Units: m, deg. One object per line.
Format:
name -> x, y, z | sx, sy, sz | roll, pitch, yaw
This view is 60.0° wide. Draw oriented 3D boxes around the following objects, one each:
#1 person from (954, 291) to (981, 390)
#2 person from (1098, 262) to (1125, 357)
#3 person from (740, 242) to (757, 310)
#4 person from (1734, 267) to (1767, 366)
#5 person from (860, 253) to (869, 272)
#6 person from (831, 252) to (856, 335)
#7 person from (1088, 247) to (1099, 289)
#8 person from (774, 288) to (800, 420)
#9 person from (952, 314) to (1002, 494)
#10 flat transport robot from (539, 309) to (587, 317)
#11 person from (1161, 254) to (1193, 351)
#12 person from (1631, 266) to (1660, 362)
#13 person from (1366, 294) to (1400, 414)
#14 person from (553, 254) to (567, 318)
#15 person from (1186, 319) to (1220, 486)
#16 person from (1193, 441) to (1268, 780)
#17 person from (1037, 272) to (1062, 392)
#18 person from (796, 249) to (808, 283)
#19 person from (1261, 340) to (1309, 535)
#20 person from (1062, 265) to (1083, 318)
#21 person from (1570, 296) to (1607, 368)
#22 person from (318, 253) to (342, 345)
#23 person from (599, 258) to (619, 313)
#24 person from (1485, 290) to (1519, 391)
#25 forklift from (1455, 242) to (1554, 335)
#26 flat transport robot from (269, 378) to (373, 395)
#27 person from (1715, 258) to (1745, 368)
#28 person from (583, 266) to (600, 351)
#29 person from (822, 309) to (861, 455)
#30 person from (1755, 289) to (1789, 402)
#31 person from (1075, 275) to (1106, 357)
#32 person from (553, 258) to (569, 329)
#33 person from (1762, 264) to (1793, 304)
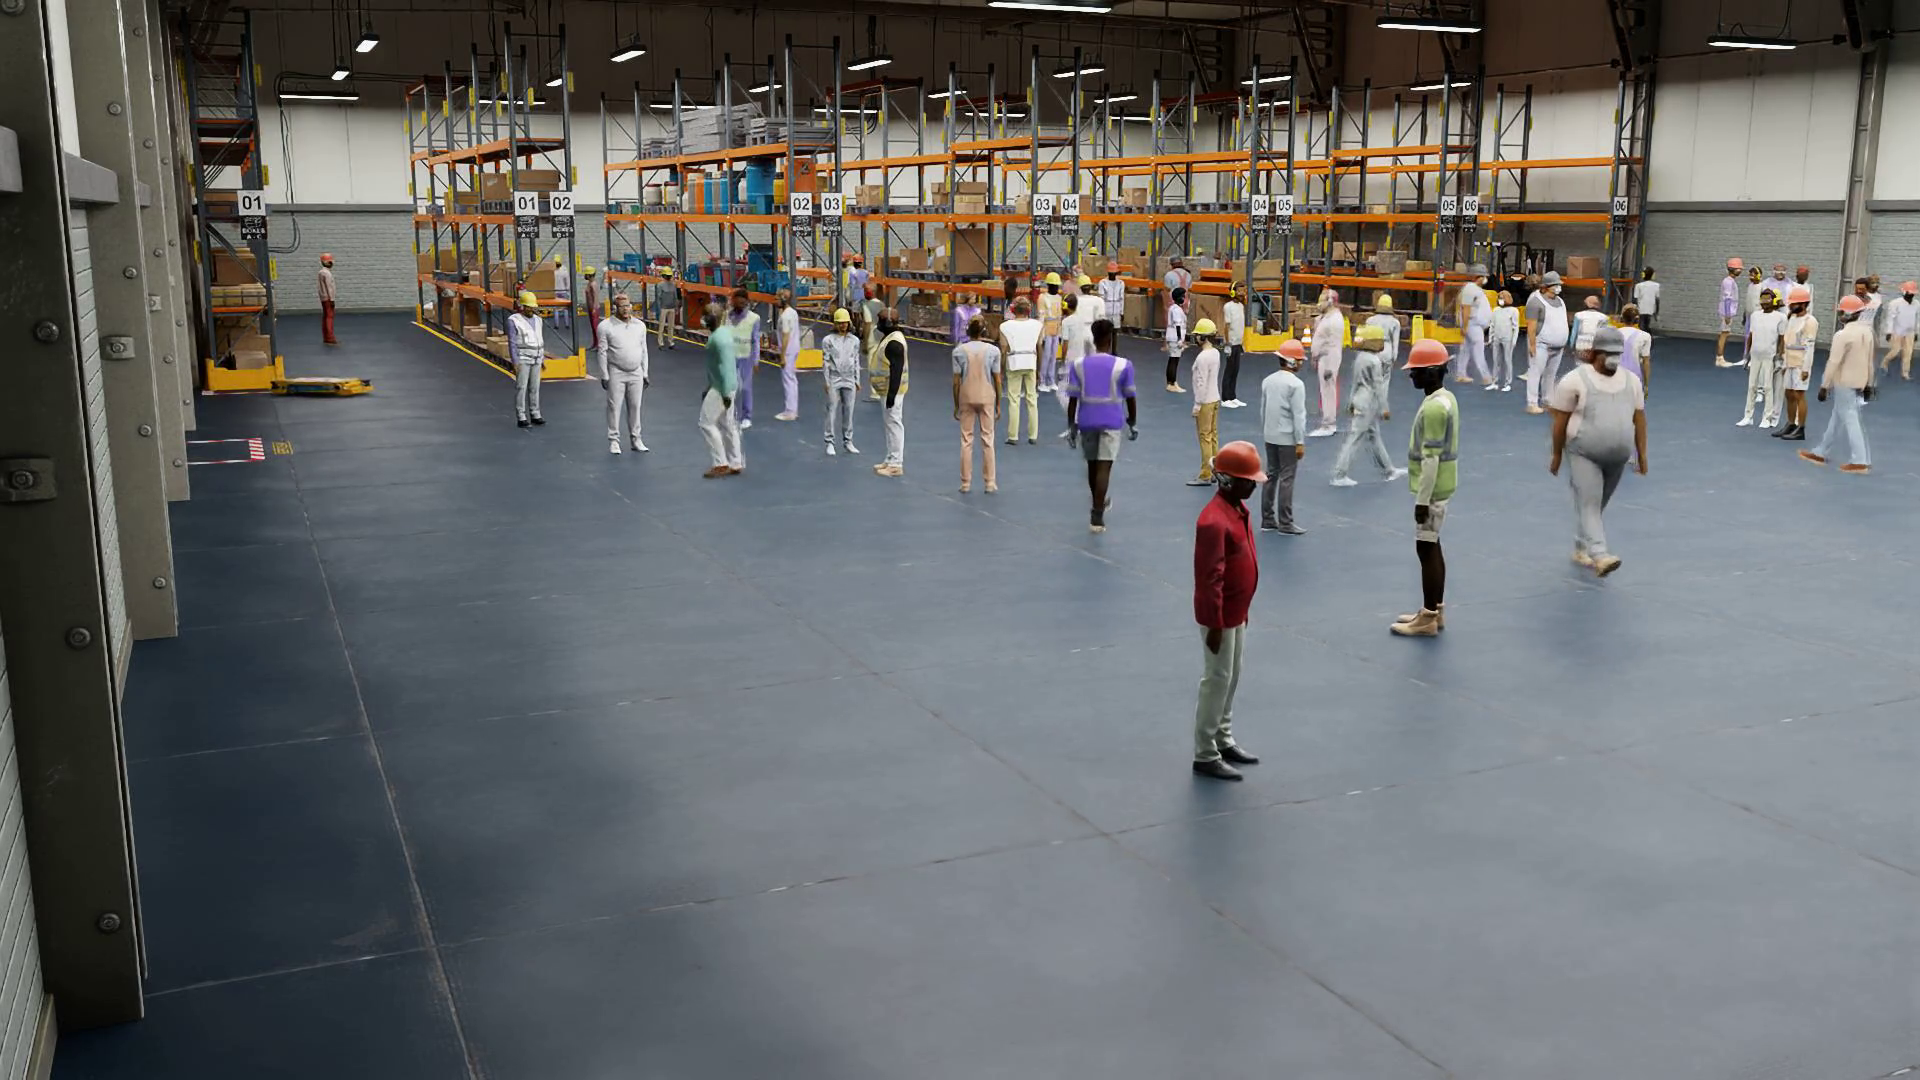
person -> 0.117, -3.233, 27.030 | 0.532, 1.618, 0.456 | -4, 12, -21
person -> 2.959, -4.448, 32.425 | 0.547, 1.928, 0.385 | -3, 11, -14
person -> -6.276, -7.843, 49.435 | 0.618, 2.028, 0.410 | 3, 12, 16
person -> 14.913, -4.192, 31.288 | 0.329, 1.865, 0.516 | -3, 11, -14
person -> -3.012, -8.172, 52.119 | 0.318, 1.631, 0.514 | -1, 11, -6
person -> -2.685, -5.766, 38.972 | 0.653, 1.996, 0.999 | 0, 11, 0
person -> 3.690, -7.248, 46.690 | 0.393, 1.920, 0.588 | 0, 11, 0
person -> -2.425, -2.579, 23.173 | 0.371, 1.837, 0.509 | 2, 11, 8
person -> 0.173, -1.387, 17.078 | 0.508, 1.846, 0.345 | 0, 11, 2
flat transport robot -> -11.184, -6.354, 46.333 | 1.431, 0.197, 0.652 | -9, 14, -39
person -> 4.480, -4.953, 34.703 | 0.685, 2.000, 0.535 | -8, 14, -34
person -> 13.232, -4.381, 32.326 | 0.529, 1.836, 0.846 | -2, 11, -10
person -> 6.009, -2.638, 23.740 | 0.498, 1.723, 0.435 | 1, 11, 5
person -> -11.119, -7.047, 46.070 | 0.544, 1.748, 0.561 | 2, 11, 9
person -> 2.585, -1.451, 17.608 | 0.312, 1.769, 0.522 | 5, 12, 25
person -> 1.380, 0.354, 8.506 | 0.351, 1.739, 0.573 | 5, 12, 22
person -> 1.481, -3.362, 26.912 | 0.386, 1.924, 0.592 | 9, 14, 38
person -> -5.079, -8.280, 52.389 | 0.574, 1.737, 0.354 | -2, 11, -9
person -> 2.937, -0.925, 14.979 | 0.344, 1.745, 0.564 | -5, 12, -24
person -> 2.180, -4.180, 31.109 | 0.411, 1.911, 0.643 | 9, 14, 37
person -> 9.673, -2.954, 25.650 | 0.518, 1.597, 0.803 | 4, 12, 18
person -> -13.833, -5.270, 36.435 | 0.380, 1.991, 0.625 | -8, 14, -36
person -> -10.010, -7.196, 47.185 | 0.754, 1.606, 0.517 | 8, 14, 37
person -> 8.808, -3.230, 26.987 | 0.268, 1.631, 0.507 | -9, 14, -39
forklift -> 13.047, -6.049, 39.881 | 2.313, 2.155, 1.214 | -5, 12, -23
flat transport robot -> -10.219, -2.468, 26.587 | 1.431, 0.197, 0.652 | 2, 11, 9
person -> 14.403, -4.246, 31.110 | 0.387, 2.039, 0.615 | 5, 12, 25
person -> -7.696, -4.824, 34.760 | 0.328, 1.764, 0.532 | -5, 12, -22
person -> -1.411, -1.892, 19.902 | 0.483, 1.745, 0.301 | -6, 13, -27
person -> 12.369, -2.955, 25.349 | 0.490, 1.730, 0.324 | 5, 12, 23
person -> 2.004, -3.179, 26.057 | 0.658, 1.900, 0.411 | 3, 11, 14
person -> -10.010, -6.148, 41.476 | 0.526, 1.768, 0.330 | -5, 12, -23
person -> 15.869, -4.414, 32.346 | 0.639, 1.899, 0.398 | 2, 11, 12
